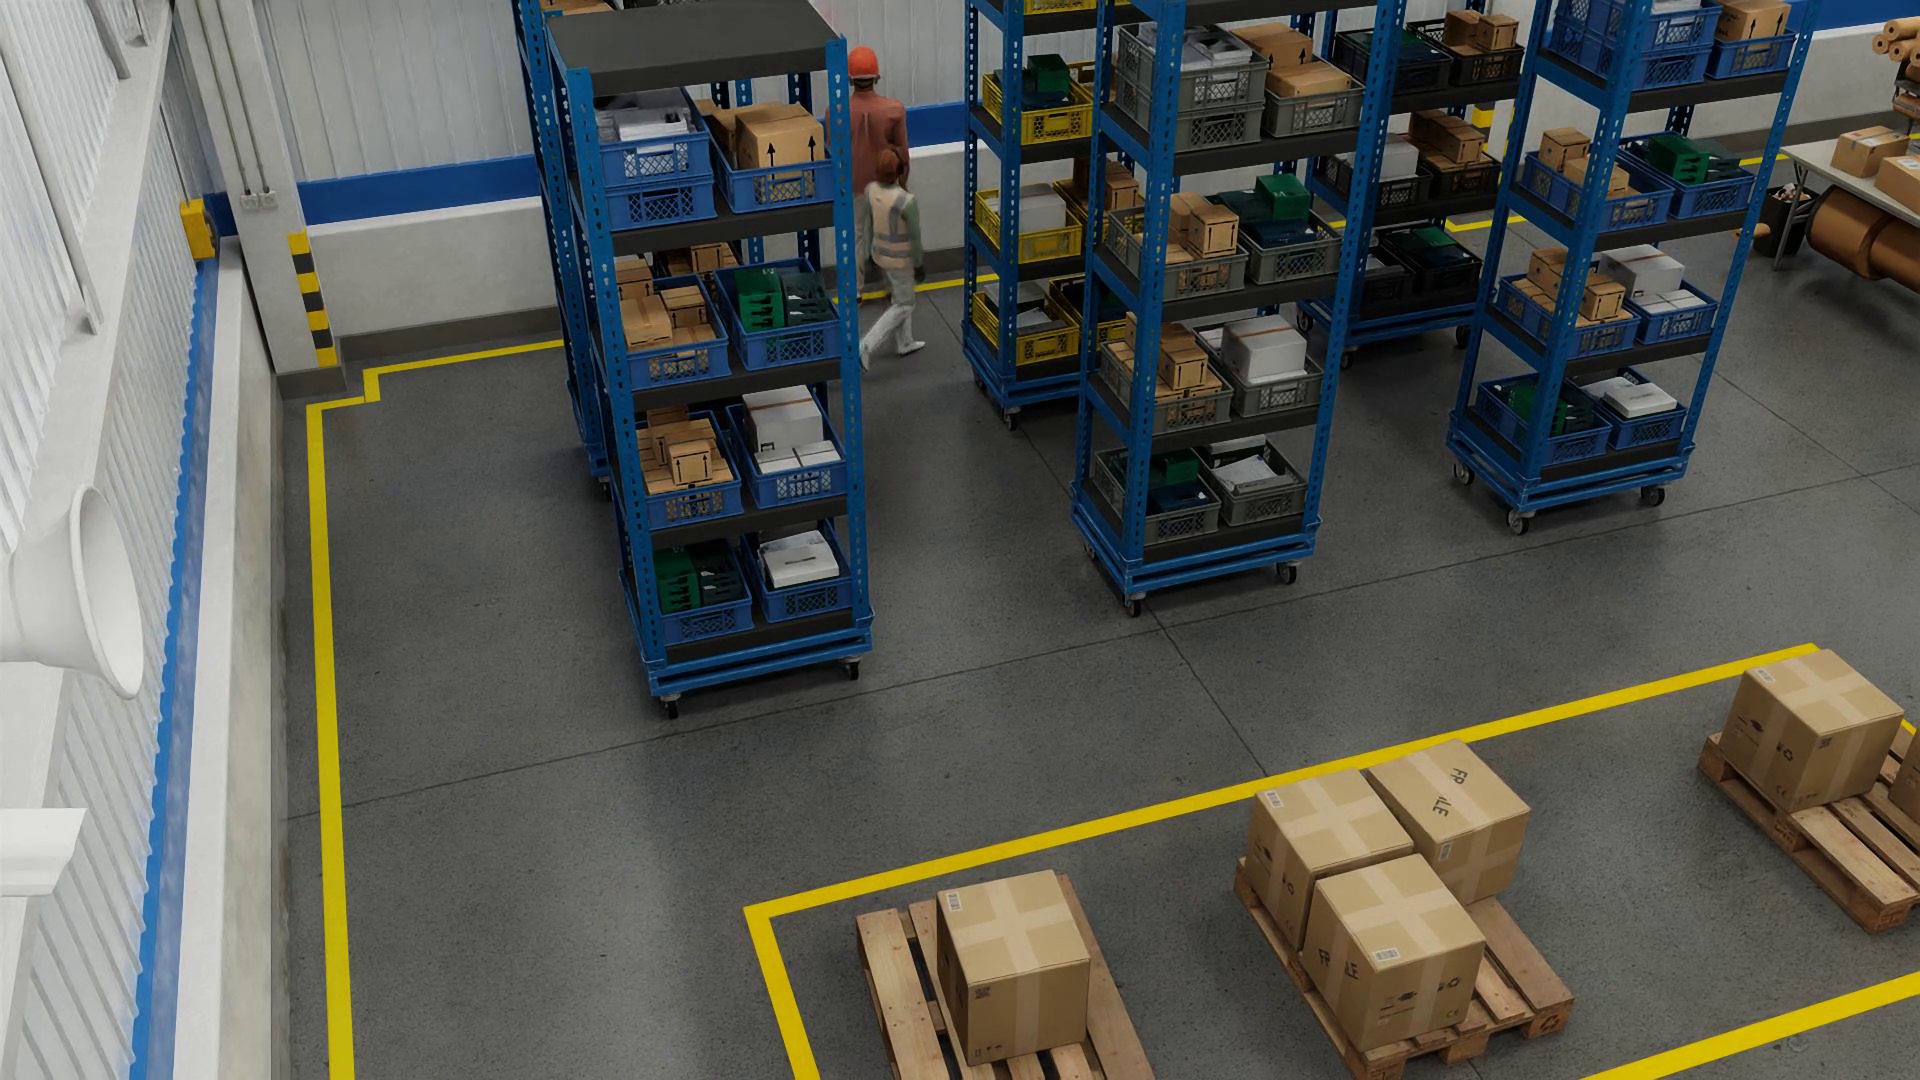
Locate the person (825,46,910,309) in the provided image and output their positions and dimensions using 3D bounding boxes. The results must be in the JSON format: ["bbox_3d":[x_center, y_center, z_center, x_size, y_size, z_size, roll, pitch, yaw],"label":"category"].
[{"bbox_3d":[-0.677,-2.665,12.323,0.611,1.997,0.375,-4,35,-6],"label":"person"}]

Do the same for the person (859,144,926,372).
[{"bbox_3d":[-0.505,-1.952,11.634,0.637,1.616,0.520,-24,42,-30],"label":"person"}]
